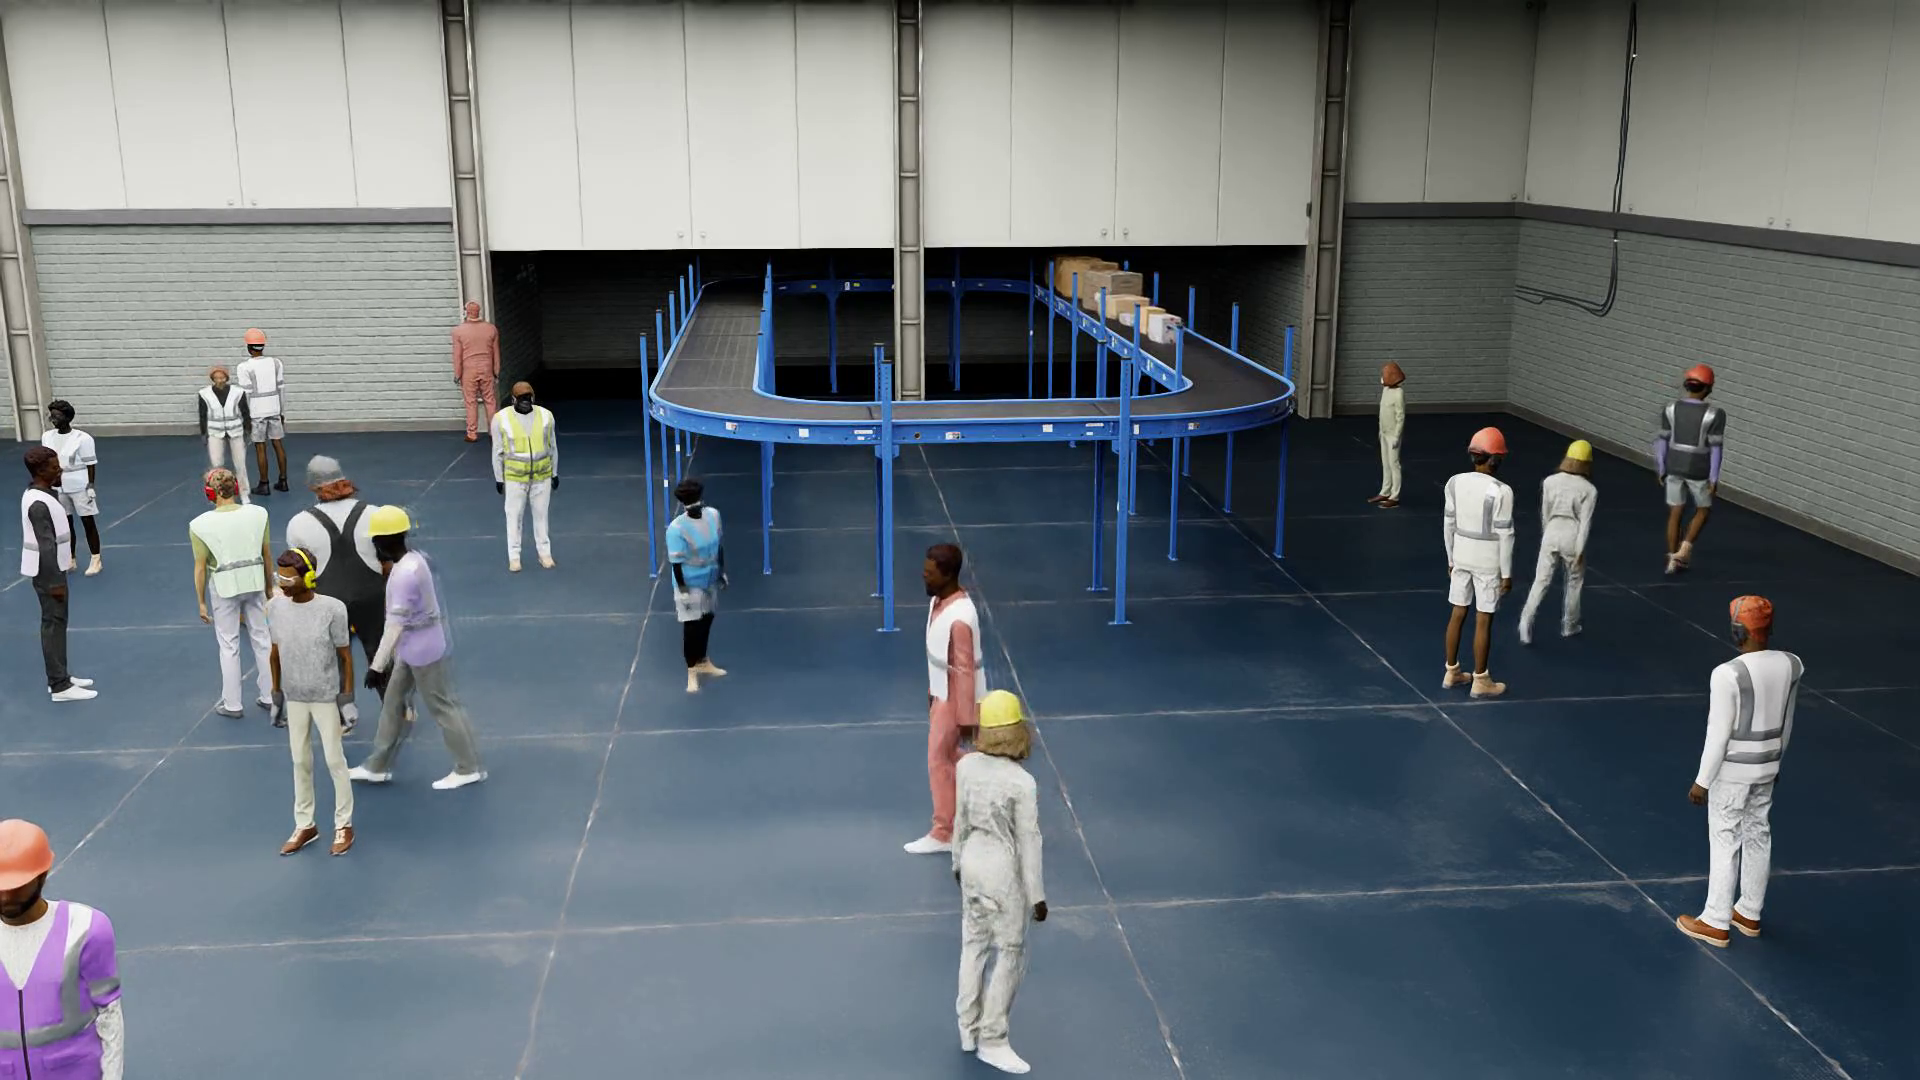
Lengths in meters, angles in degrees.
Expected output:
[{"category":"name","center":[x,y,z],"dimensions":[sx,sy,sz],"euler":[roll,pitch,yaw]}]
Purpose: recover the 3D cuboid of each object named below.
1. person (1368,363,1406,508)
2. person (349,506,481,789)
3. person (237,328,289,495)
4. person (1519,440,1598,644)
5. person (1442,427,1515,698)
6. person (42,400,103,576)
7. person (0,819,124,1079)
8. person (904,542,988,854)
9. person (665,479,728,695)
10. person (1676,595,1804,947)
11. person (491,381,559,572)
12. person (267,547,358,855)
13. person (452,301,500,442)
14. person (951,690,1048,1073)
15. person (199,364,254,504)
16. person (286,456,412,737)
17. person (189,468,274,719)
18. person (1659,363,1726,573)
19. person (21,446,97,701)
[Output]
[{"category":"person","center":[4.829,-1.177,18.688],"dimensions":[0.289,1.633,0.501],"euler":[-2,14,-7]},{"category":"person","center":[-3.584,0.717,10.616],"dimensions":[0.961,1.881,0.603],"euler":[-5,15,-20]},{"category":"person","center":[-8.102,-1.487,19.314],"dimensions":[0.362,1.938,0.546],"euler":[10,17,35]},{"category":"person","center":[4.973,0.020,13.754],"dimensions":[0.484,1.708,0.828],"euler":[12,18,40]},{"category":"person","center":[3.900,0.165,12.486],"dimensions":[0.368,2.046,0.608],"euler":[-9,17,-33]},{"category":"person","center":[-8.463,-0.494,15.832],"dimensions":[0.533,1.697,0.318],"euler":[1,14,6]},{"category":"person","center":[-3.207,1.884,5.820],"dimensions":[0.545,1.941,0.351],"euler":[-4,14,-14]},{"category":"person","center":[0.011,0.918,9.773],"dimensions":[0.640,1.900,0.602],"euler":[-2,14,-8]},{"category":"person","center":[-2.008,0.326,12.620],"dimensions":[0.380,1.661,0.600],"euler":[9,17,33]},{"category":"person","center":[4.067,1.198,8.674],"dimensions":[0.574,1.887,0.355],"euler":[-6,15,-23]},{"category":"person","center":[-4.172,-0.618,16.037],"dimensions":[0.634,1.839,0.429],"euler":[-7,16,-27]},{"category":"person","center":[-3.796,0.943,9.744],"dimensions":[0.520,1.864,0.333],"euler":[1,14,6]},{"category":"person","center":[-6.560,-2.281,22.553],"dimensions":[0.652,1.906,0.409],"euler":[-10,17,-34]},{"category":"person","center":[0.182,1.547,7.620],"dimensions":[0.408,1.727,0.561],"euler":[-12,19,-40]},{"category":"person","center":[-8.247,-1.179,18.725],"dimensions":[0.548,1.624,0.364],"euler":[-6,15,-23]},{"category":"person","center":[-4.298,0.369,11.679],"dimensions":[0.767,2.000,0.538],"euler":[-7,16,-27]},{"category":"person","center":[-5.221,0.391,12.012],"dimensions":[0.394,1.836,0.560],"euler":[13,19,43]},{"category":"person","center":[6.971,-0.672,15.869],"dimensions":[0.627,2.026,0.422],"euler":[14,19,43]},{"category":"person","center":[-6.784,0.247,12.412],"dimensions":[0.390,1.920,0.587],"euler":[-8,16,-29]}]
